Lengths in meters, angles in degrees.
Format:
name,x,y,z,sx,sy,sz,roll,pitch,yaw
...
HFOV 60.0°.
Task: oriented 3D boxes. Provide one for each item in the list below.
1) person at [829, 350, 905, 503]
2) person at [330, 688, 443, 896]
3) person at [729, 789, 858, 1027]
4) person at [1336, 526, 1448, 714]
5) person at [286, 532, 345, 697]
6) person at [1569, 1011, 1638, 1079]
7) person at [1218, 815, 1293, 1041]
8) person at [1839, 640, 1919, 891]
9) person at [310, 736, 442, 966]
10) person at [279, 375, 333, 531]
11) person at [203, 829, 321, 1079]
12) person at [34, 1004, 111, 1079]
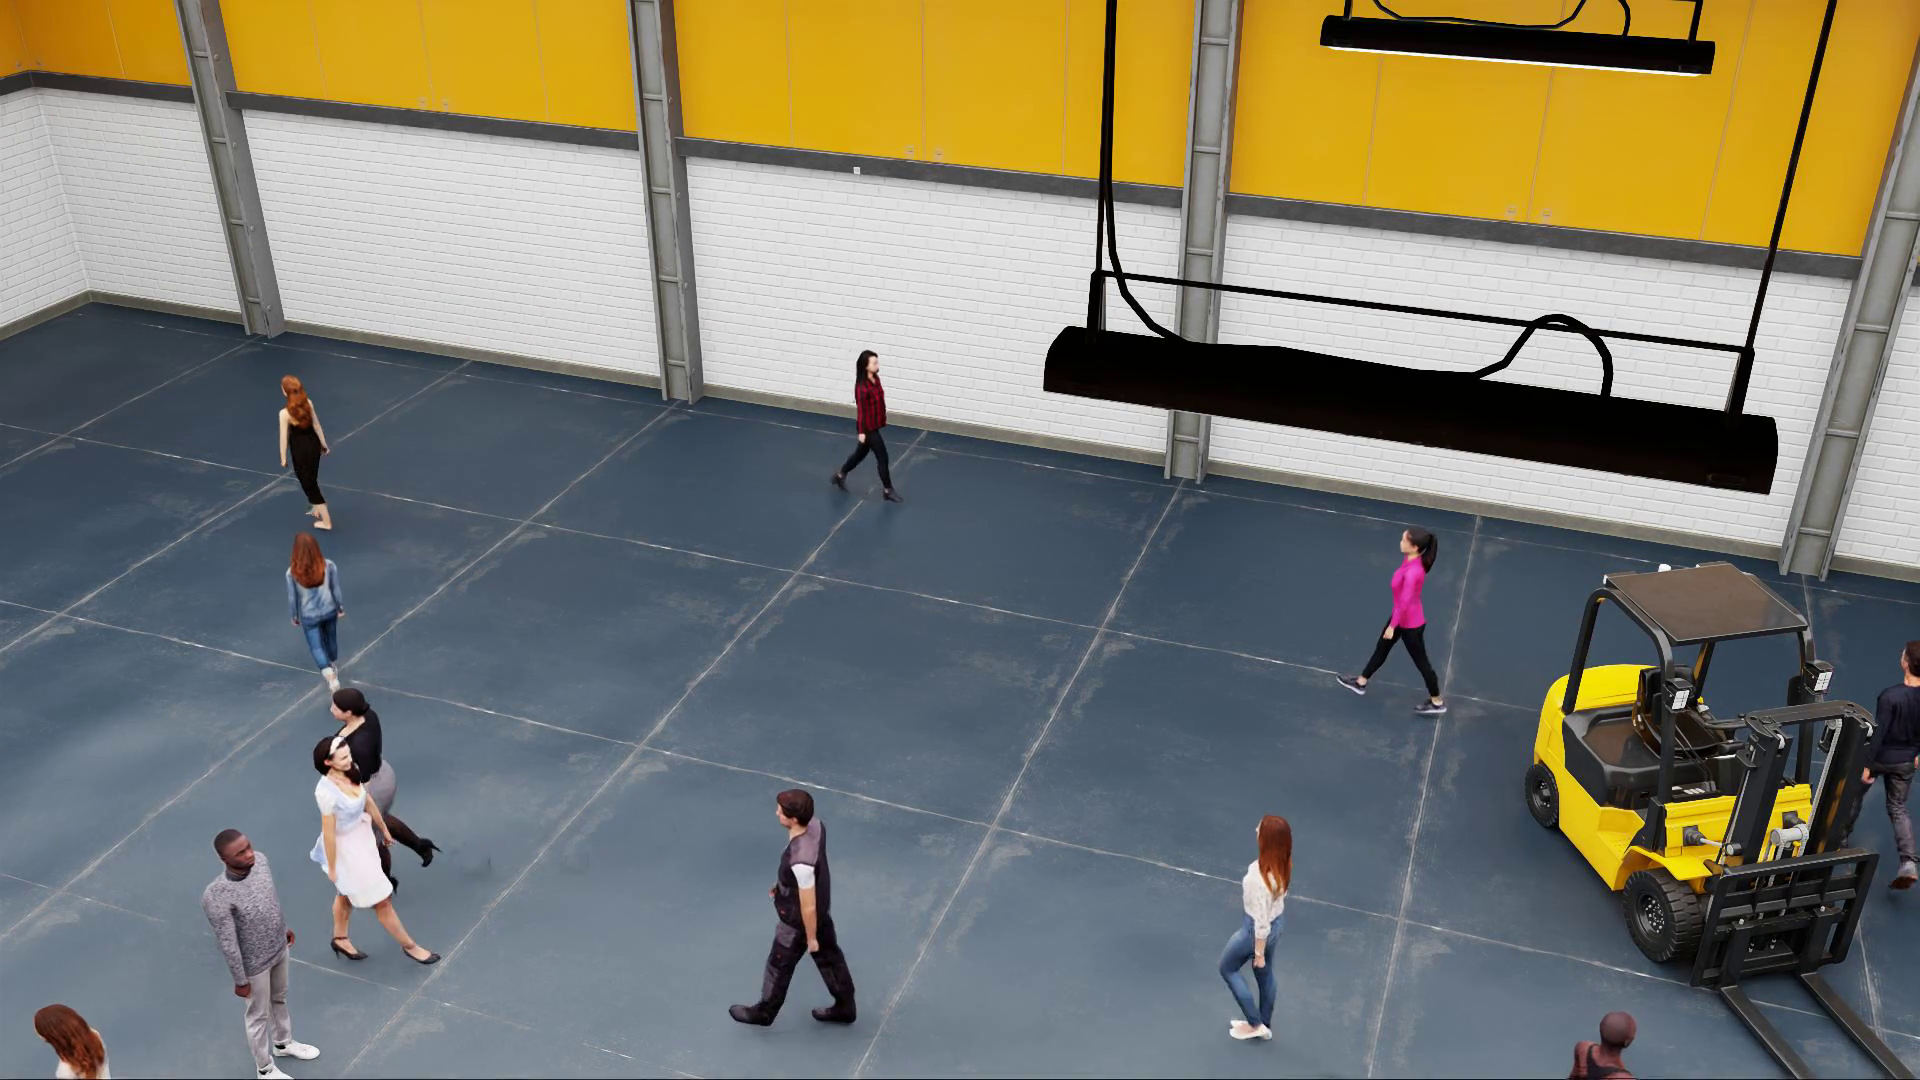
name,x,y,z,sx,sy,sz,roll,pitch,yaw
person,-0.995,-1.143,16.808,1.039,1.621,0.627,8,30,14
person,-3.956,1.732,11.406,0.960,1.747,0.875,-5,29,-9
person,-0.857,2.305,10.283,1.094,1.817,0.806,3,29,6
person,3.711,0.686,13.423,1.139,1.653,0.635,8,30,14
person,-5.282,0.632,13.722,0.892,1.460,0.990,-16,32,-27
person,3.312,3.172,8.757,0.715,1.757,0.664,-11,31,-20
person,1.920,2.414,10.187,0.660,1.718,0.648,18,34,30
person,6.538,1.581,11.585,1.202,1.842,1.020,-2,29,-4
person,-4.045,2.038,10.806,1.118,1.785,0.818,3,29,5
person,-6.328,-0.830,16.245,0.701,1.611,0.634,13,31,22
person,-4.205,2.472,9.957,0.591,1.837,0.722,6,29,11
person,-4.653,3.146,9.111,0.833,1.464,0.734,-3,29,-5
